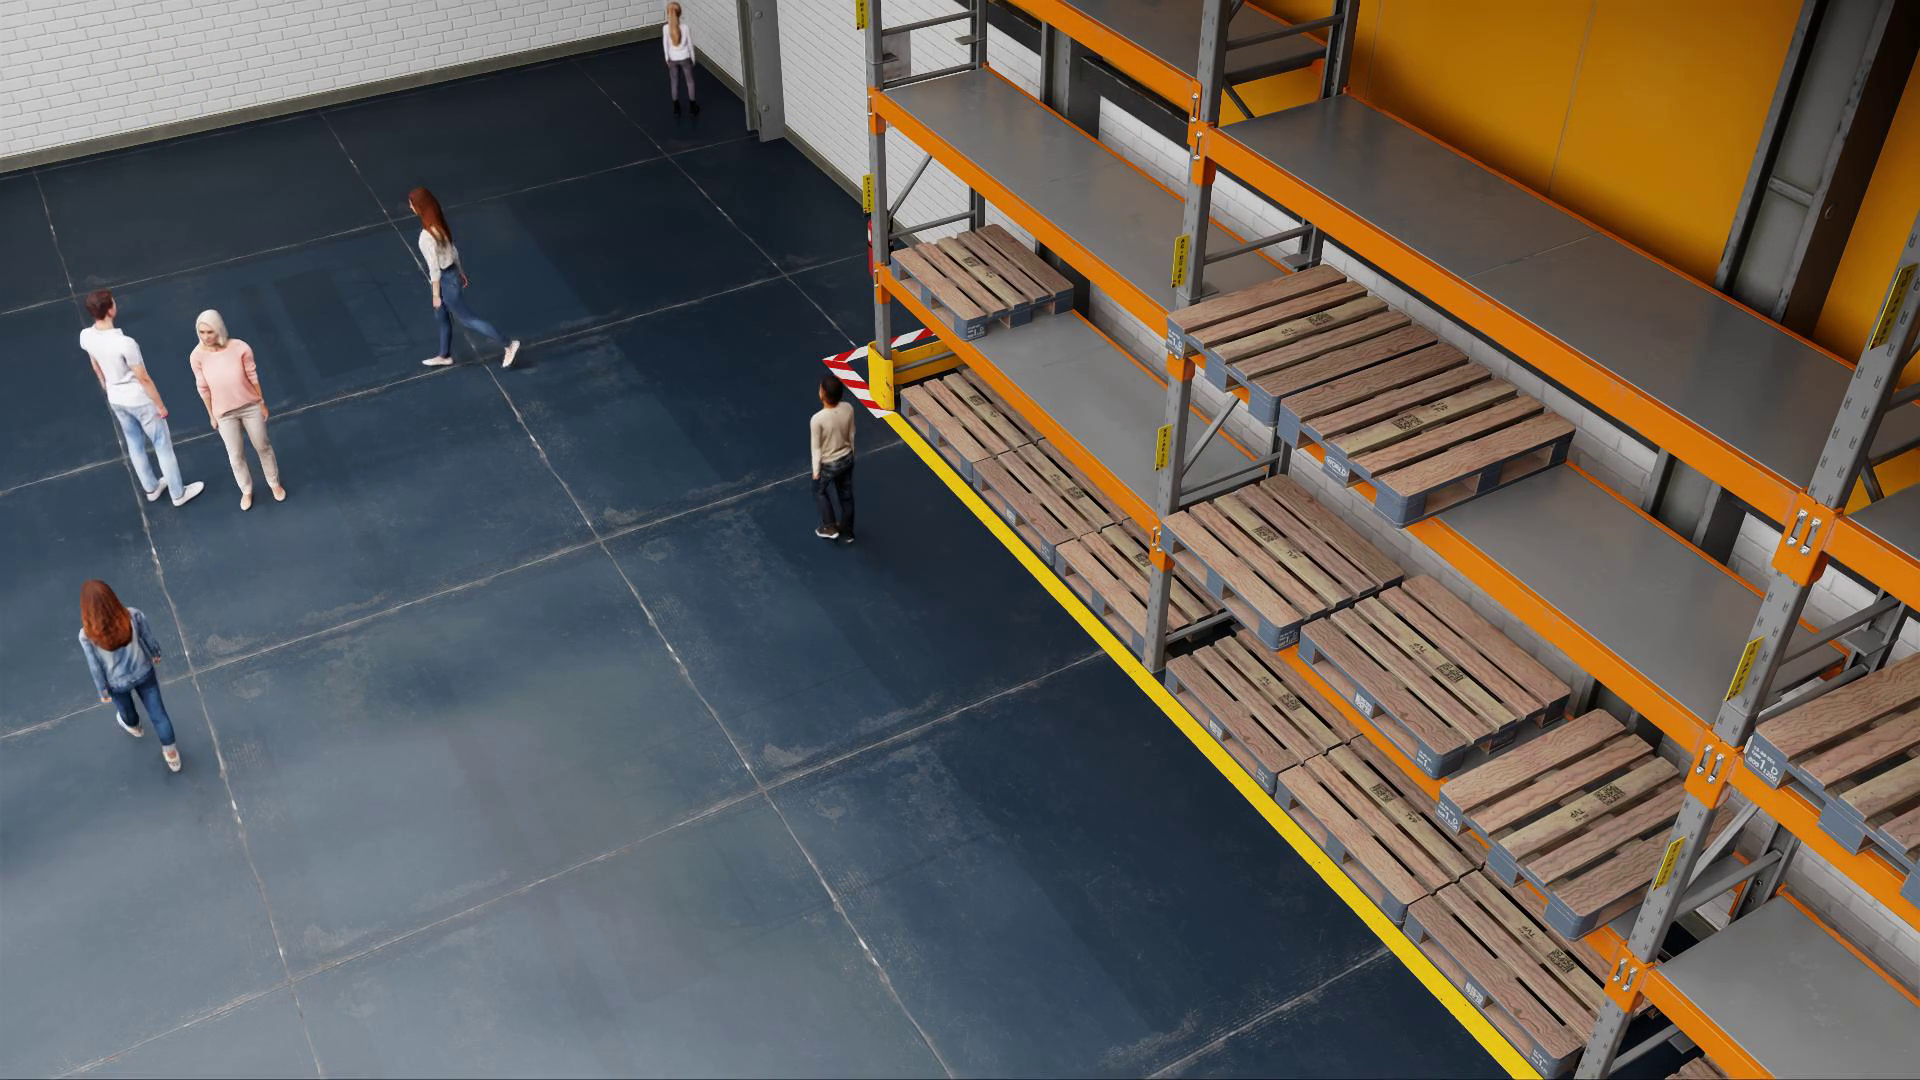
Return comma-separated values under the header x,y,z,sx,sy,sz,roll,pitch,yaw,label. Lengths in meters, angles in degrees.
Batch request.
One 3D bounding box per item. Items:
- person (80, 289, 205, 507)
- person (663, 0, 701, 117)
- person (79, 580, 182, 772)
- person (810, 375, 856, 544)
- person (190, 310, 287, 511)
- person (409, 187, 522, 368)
x,y,z,sx,sy,sz,roll,pitch,yaw,label
-6.321,-1.061,12.673,0.726,1.853,0.801,12,40,15,person
-3.115,-5.351,18.506,0.589,1.277,0.628,1,39,1,person
-5.235,0.897,10.542,0.714,1.454,0.956,-29,47,-31,person
-0.897,-0.548,12.352,0.590,1.452,0.554,-25,45,-28,person
-5.531,-1.020,12.725,0.623,1.724,0.553,-15,41,-18,person
-4.293,-2.209,14.237,0.989,1.695,1.138,-4,39,-5,person
